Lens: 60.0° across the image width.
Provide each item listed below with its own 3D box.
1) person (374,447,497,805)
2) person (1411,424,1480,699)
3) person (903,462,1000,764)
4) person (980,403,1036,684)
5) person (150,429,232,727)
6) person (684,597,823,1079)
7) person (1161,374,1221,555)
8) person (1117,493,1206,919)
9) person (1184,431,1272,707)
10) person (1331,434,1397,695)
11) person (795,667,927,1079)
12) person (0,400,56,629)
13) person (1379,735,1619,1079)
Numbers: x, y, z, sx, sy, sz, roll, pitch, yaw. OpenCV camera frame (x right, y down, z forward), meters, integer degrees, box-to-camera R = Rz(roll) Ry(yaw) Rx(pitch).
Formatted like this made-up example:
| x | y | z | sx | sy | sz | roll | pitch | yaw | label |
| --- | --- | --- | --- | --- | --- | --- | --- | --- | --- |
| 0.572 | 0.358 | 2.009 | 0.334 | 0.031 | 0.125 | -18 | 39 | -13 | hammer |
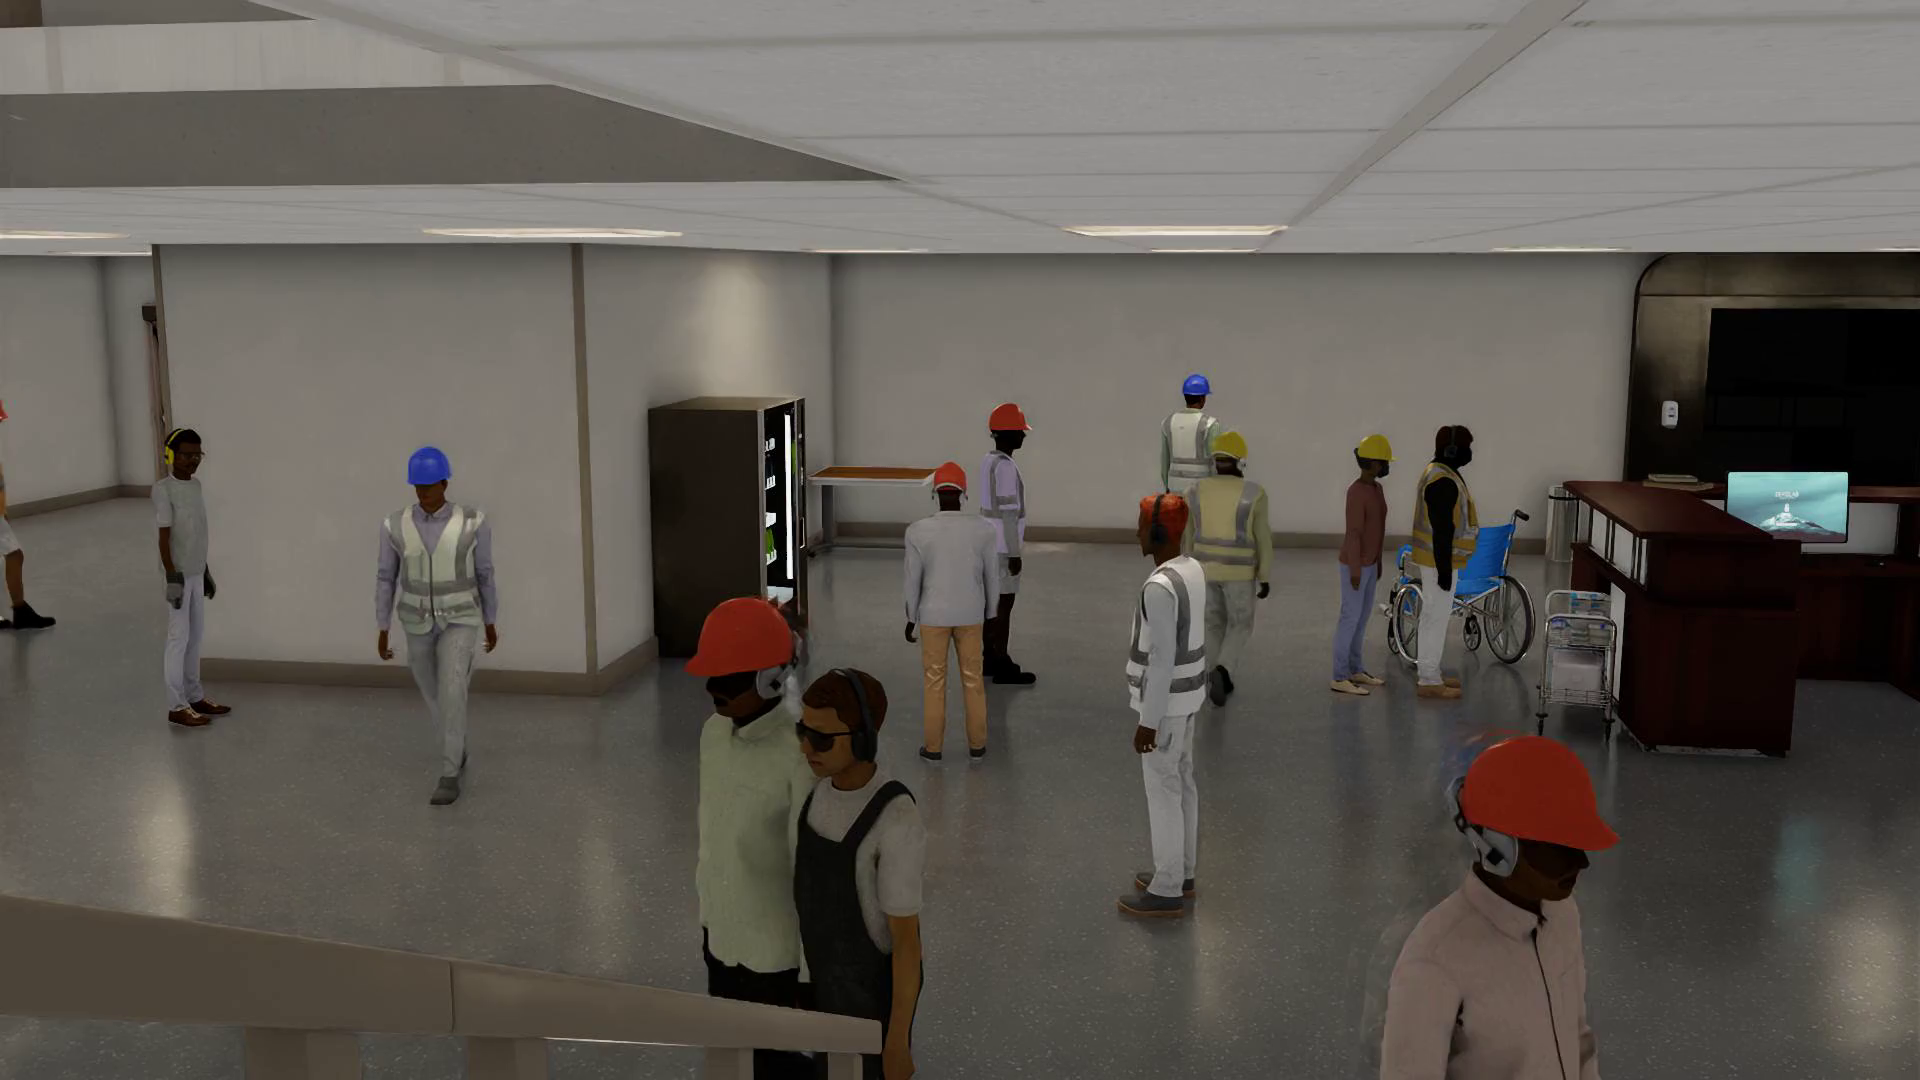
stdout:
| x | y | z | sx | sy | sz | roll | pitch | yaw | label |
| --- | --- | --- | --- | --- | --- | --- | --- | --- | --- |
| -2.870 | 0.419 | 9.182 | 0.624 | 1.913 | 0.939 | -1 | 9 | -4 | person |
| 3.240 | 0.143 | 11.123 | 0.430 | 1.836 | 0.618 | 3 | 10 | 18 | person |
| -0.054 | 0.418 | 9.651 | 0.572 | 1.747 | 0.342 | -2 | 9 | -10 | person |
| 0.317 | 0.024 | 11.508 | 0.360 | 1.939 | 0.543 | -3 | 10 | -16 | person |
| -4.854 | 0.230 | 10.476 | 0.332 | 1.865 | 0.520 | 0 | 9 | 2 | person |
| -0.511 | 1.112 | 4.731 | 0.755 | 1.966 | 0.629 | -7 | 12 | -38 | person |
| 2.031 | -0.469 | 14.517 | 0.604 | 1.949 | 0.389 | 8 | 12 | 40 | person |
| 0.905 | 0.726 | 7.355 | 0.342 | 1.879 | 0.587 | 4 | 10 | 22 | person |
| 1.716 | 0.202 | 10.845 | 0.595 | 1.809 | 0.686 | 5 | 11 | 30 | person |
| 2.745 | 0.163 | 11.225 | 0.349 | 1.758 | 0.522 | 5 | 11 | 31 | person |
| -0.271 | 1.227 | 4.402 | 0.342 | 1.840 | 0.506 | -6 | 11 | -33 | person |
| -7.582 | -0.223 | 13.117 | 0.616 | 1.904 | 0.587 | -8 | 12 | -40 | person |
| 1.082 | 1.327 | 3.502 | 1.087 | 1.941 | 0.623 | 8 | 12 | 39 | person |
